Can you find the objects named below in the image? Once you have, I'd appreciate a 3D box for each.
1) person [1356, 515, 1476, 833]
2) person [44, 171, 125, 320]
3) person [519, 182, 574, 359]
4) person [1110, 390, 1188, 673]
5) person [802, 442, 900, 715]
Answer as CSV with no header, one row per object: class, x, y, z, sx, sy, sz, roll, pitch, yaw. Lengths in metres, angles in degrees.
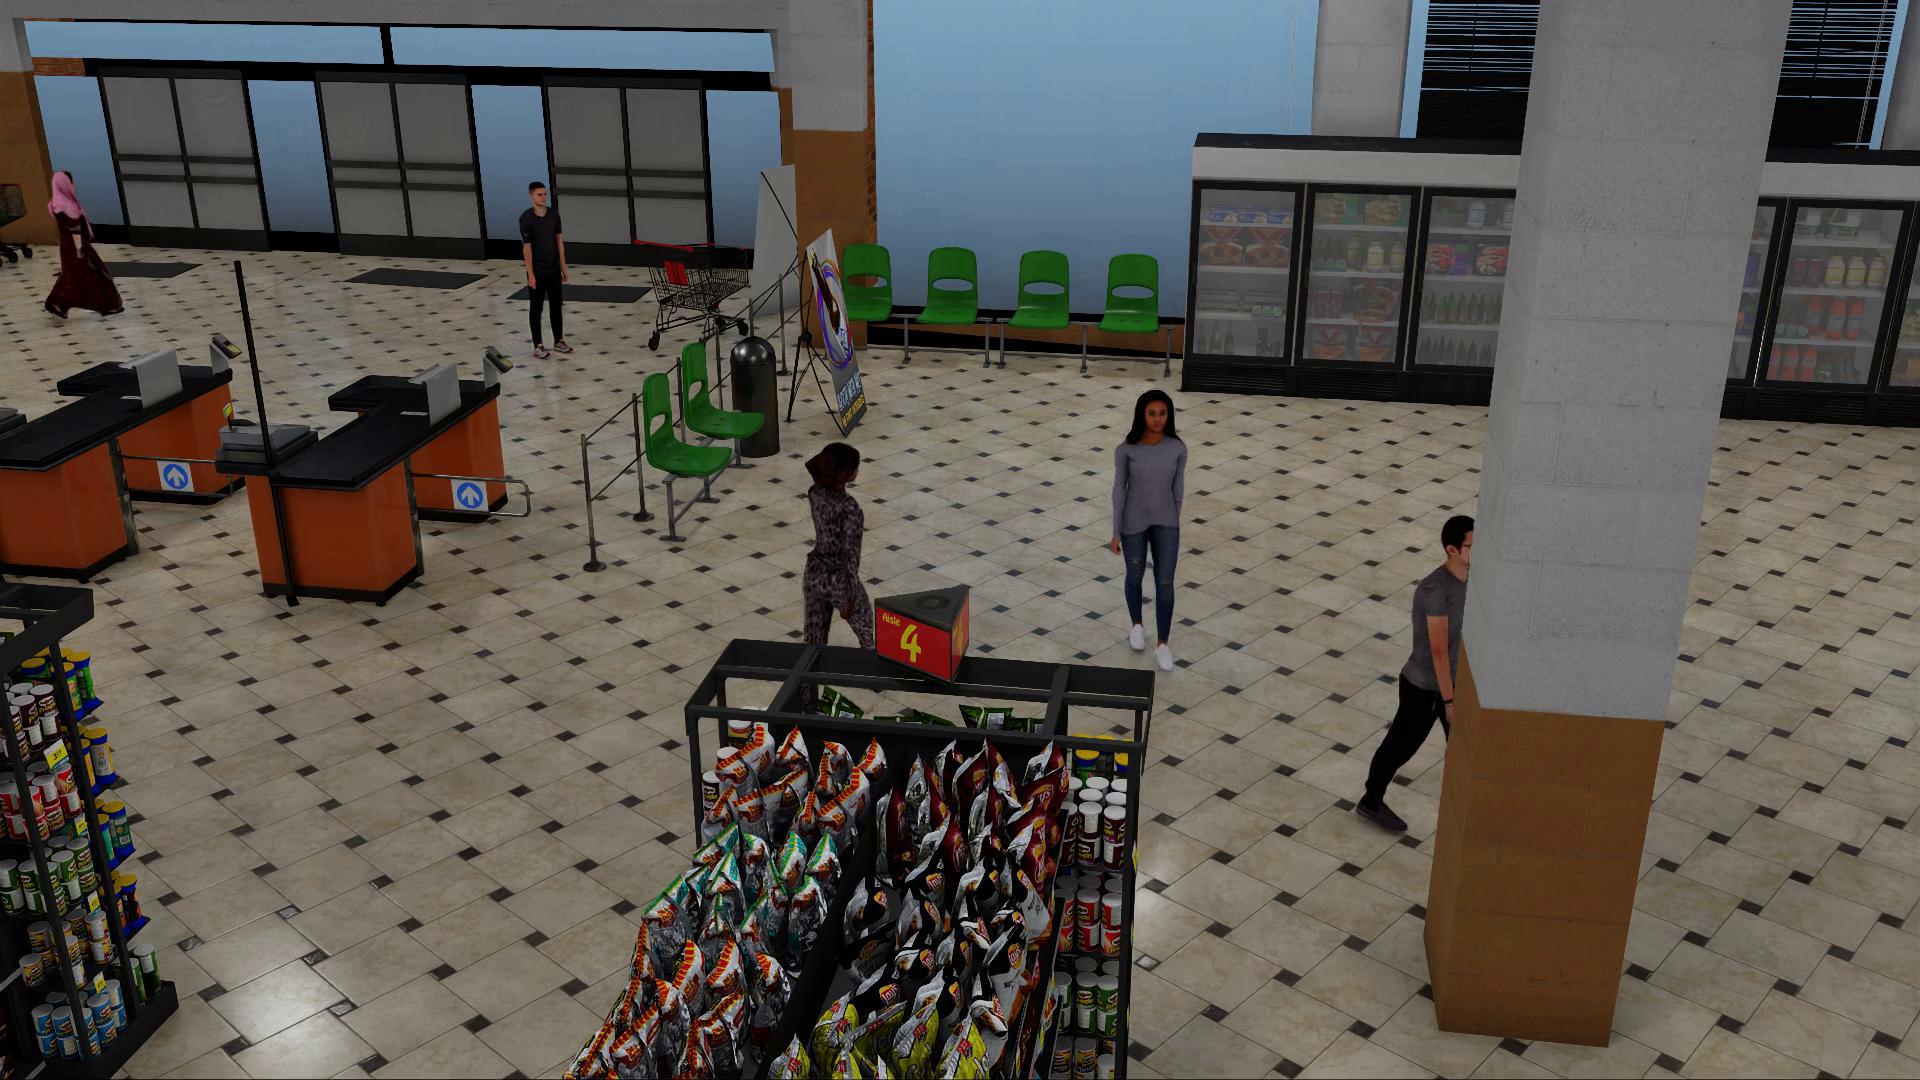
person,2.296,0.692,8.312,1.060,1.719,1.118,19,29,40
person,-9.689,-3.179,18.090,0.977,1.611,1.111,20,30,41
person,-4.194,-2.733,16.778,0.767,1.763,0.656,18,28,37
person,1.145,-0.114,10.325,0.694,1.714,0.889,1,22,2
person,-0.776,0.306,9.345,0.939,1.666,1.148,18,28,38
